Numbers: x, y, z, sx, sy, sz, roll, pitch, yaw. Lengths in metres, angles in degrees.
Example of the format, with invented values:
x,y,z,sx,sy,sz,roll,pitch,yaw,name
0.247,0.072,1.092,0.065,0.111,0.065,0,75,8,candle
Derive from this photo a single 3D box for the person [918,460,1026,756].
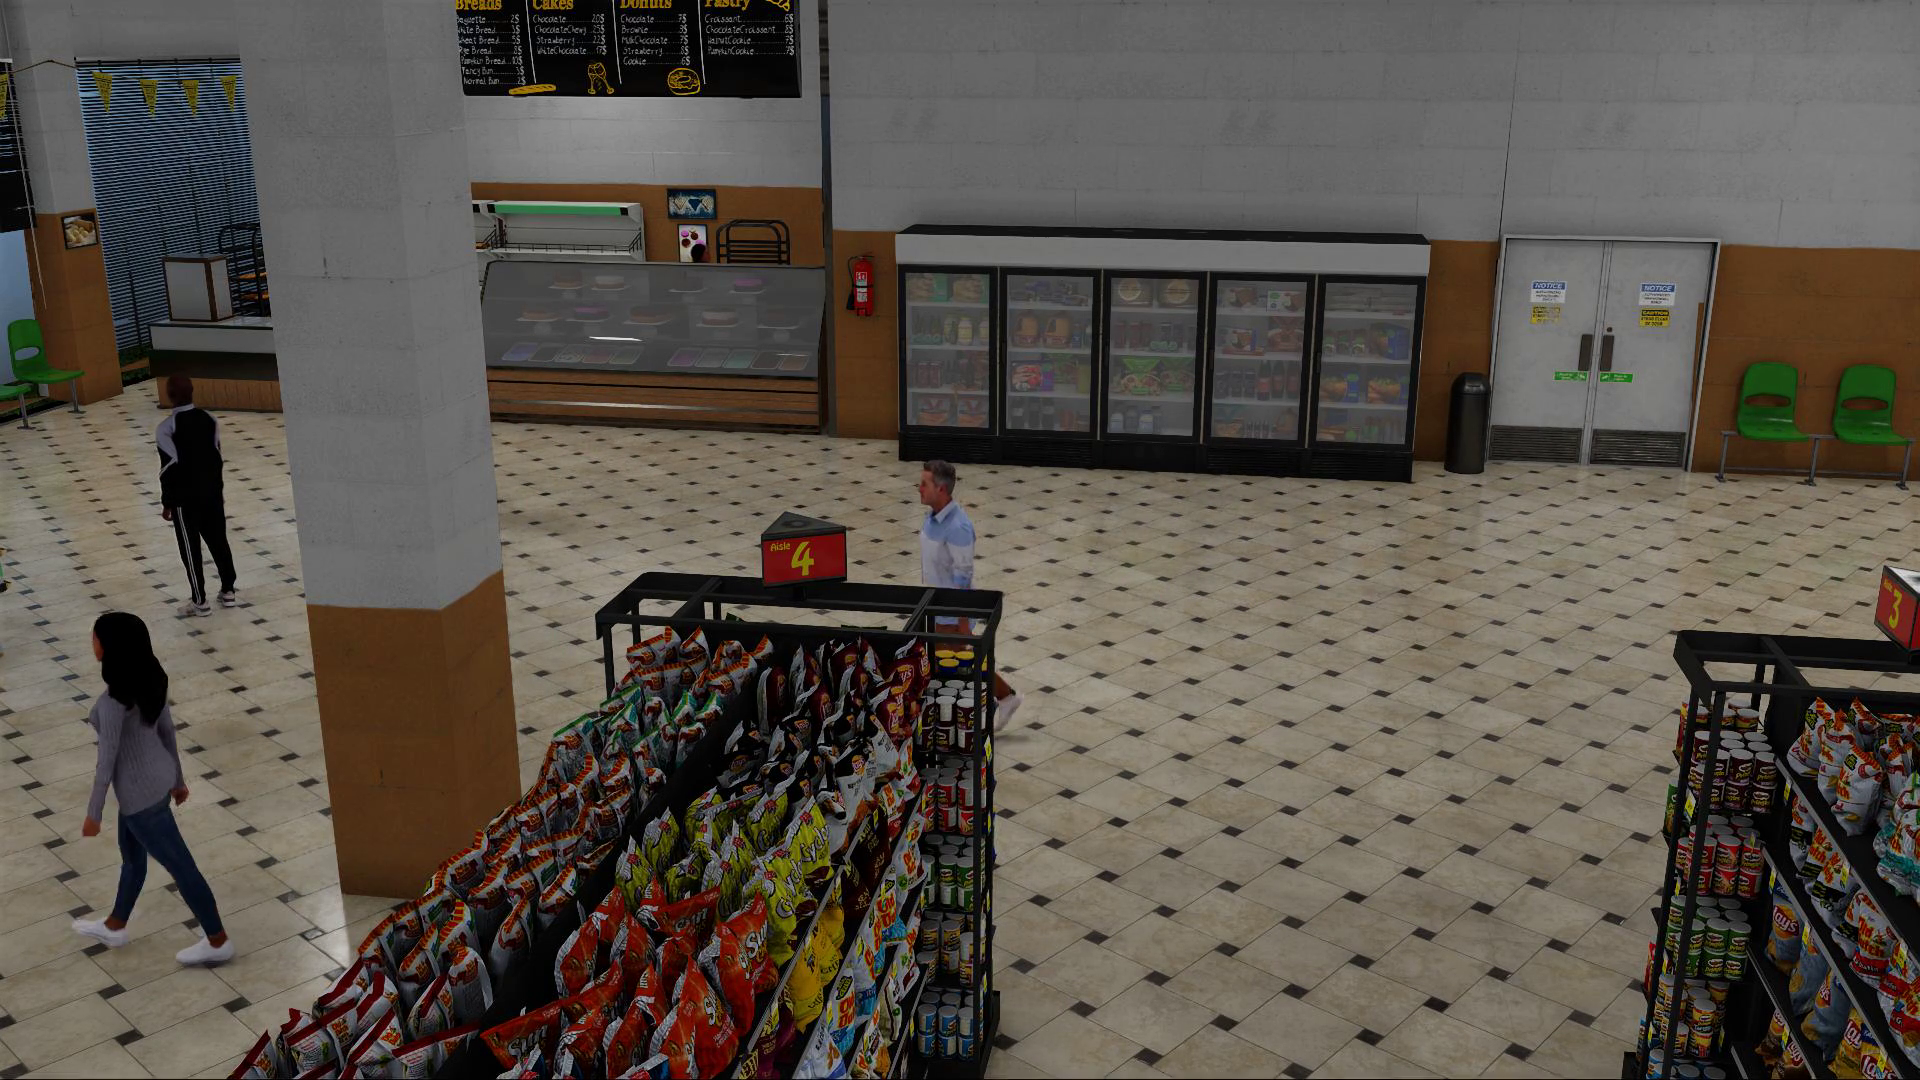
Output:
x,y,z,sx,sy,sz,roll,pitch,yaw,name
0.023,0.410,9.916,1.066,1.798,1.155,-5,18,-15,person

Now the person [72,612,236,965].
x,y,z,sx,sy,sz,roll,pitch,yaw,name
-3.602,1.170,7.578,0.805,1.701,1.017,0,17,-1,person

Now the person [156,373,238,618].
x,y,z,sx,sy,sz,roll,pitch,yaw,name
-5.678,-0.349,12.359,0.788,1.830,0.632,10,20,31,person
